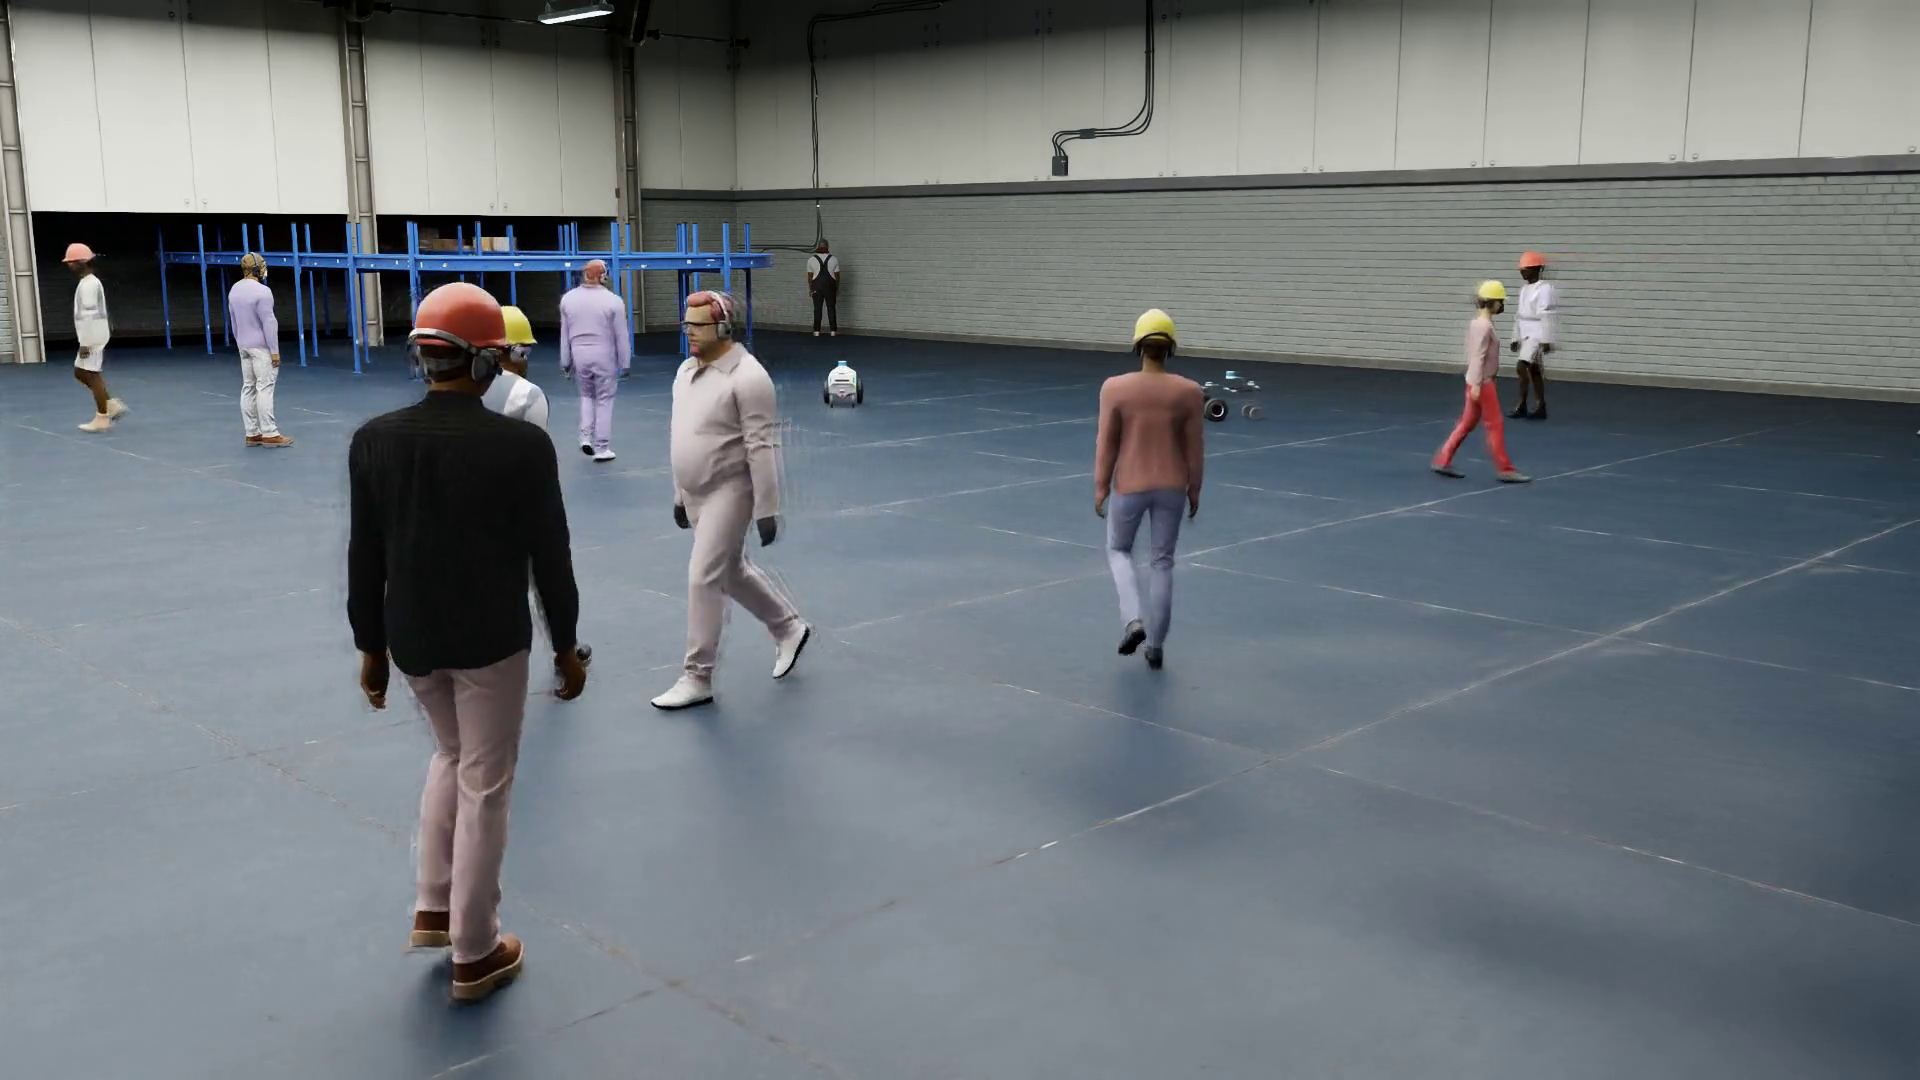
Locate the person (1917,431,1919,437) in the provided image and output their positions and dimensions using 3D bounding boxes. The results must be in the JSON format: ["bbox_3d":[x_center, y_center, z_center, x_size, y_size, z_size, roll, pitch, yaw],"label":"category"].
[{"bbox_3d":[10.277,-1.851,17.131,0.751,1.658,0.530,-1,10,-7],"label":"person"}]

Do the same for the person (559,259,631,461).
[{"bbox_3d":[-3.405,-1.694,15.690,0.671,1.882,0.480,2,11,13],"label":"person"}]

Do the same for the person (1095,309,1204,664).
[{"bbox_3d":[0.932,-0.260,8.221,0.551,1.750,0.367,-1,10,-3],"label":"person"}]

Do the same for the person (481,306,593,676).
[{"bbox_3d":[-2.130,-0.193,7.785,0.594,1.794,0.897,4,11,19],"label":"person"}]

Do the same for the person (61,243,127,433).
[{"bbox_3d":[-9.402,-2.175,17.943,0.412,2.029,0.604,-5,12,-26],"label":"person"}]

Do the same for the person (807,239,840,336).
[{"bbox_3d":[-2.875,-5.303,35.059,0.683,2.000,0.538,-1,10,-7],"label":"person"}]

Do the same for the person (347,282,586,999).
[{"bbox_3d":[-1.369,0.278,4.682,0.613,1.976,0.518,3,11,18],"label":"person"}]

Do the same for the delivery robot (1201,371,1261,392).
[{"bbox_3d":[3.128,-1.837,19.253,0.698,0.223,0.335,-2,11,-10],"label":"delivery robot"}]

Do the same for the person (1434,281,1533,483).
[{"bbox_3d":[4.535,-1.369,14.362,0.820,1.727,0.542,3,11,16],"label":"person"}]

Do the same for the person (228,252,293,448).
[{"bbox_3d":[-7.049,-1.907,16.707,0.630,1.940,0.372,7,12,33],"label":"person"}]

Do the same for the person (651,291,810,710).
[{"bbox_3d":[-1.048,-0.211,7.673,0.894,1.873,0.677,-9,13,-39],"label":"person"}]

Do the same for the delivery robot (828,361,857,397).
[{"bbox_3d":[-1.472,-2.003,20.868,0.477,0.478,0.707,-1,10,-3],"label":"delivery robot"}]

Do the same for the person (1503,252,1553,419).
[{"bbox_3d":[6.489,-2.336,19.100,0.746,1.910,0.565,-2,11,-9],"label":"person"}]
